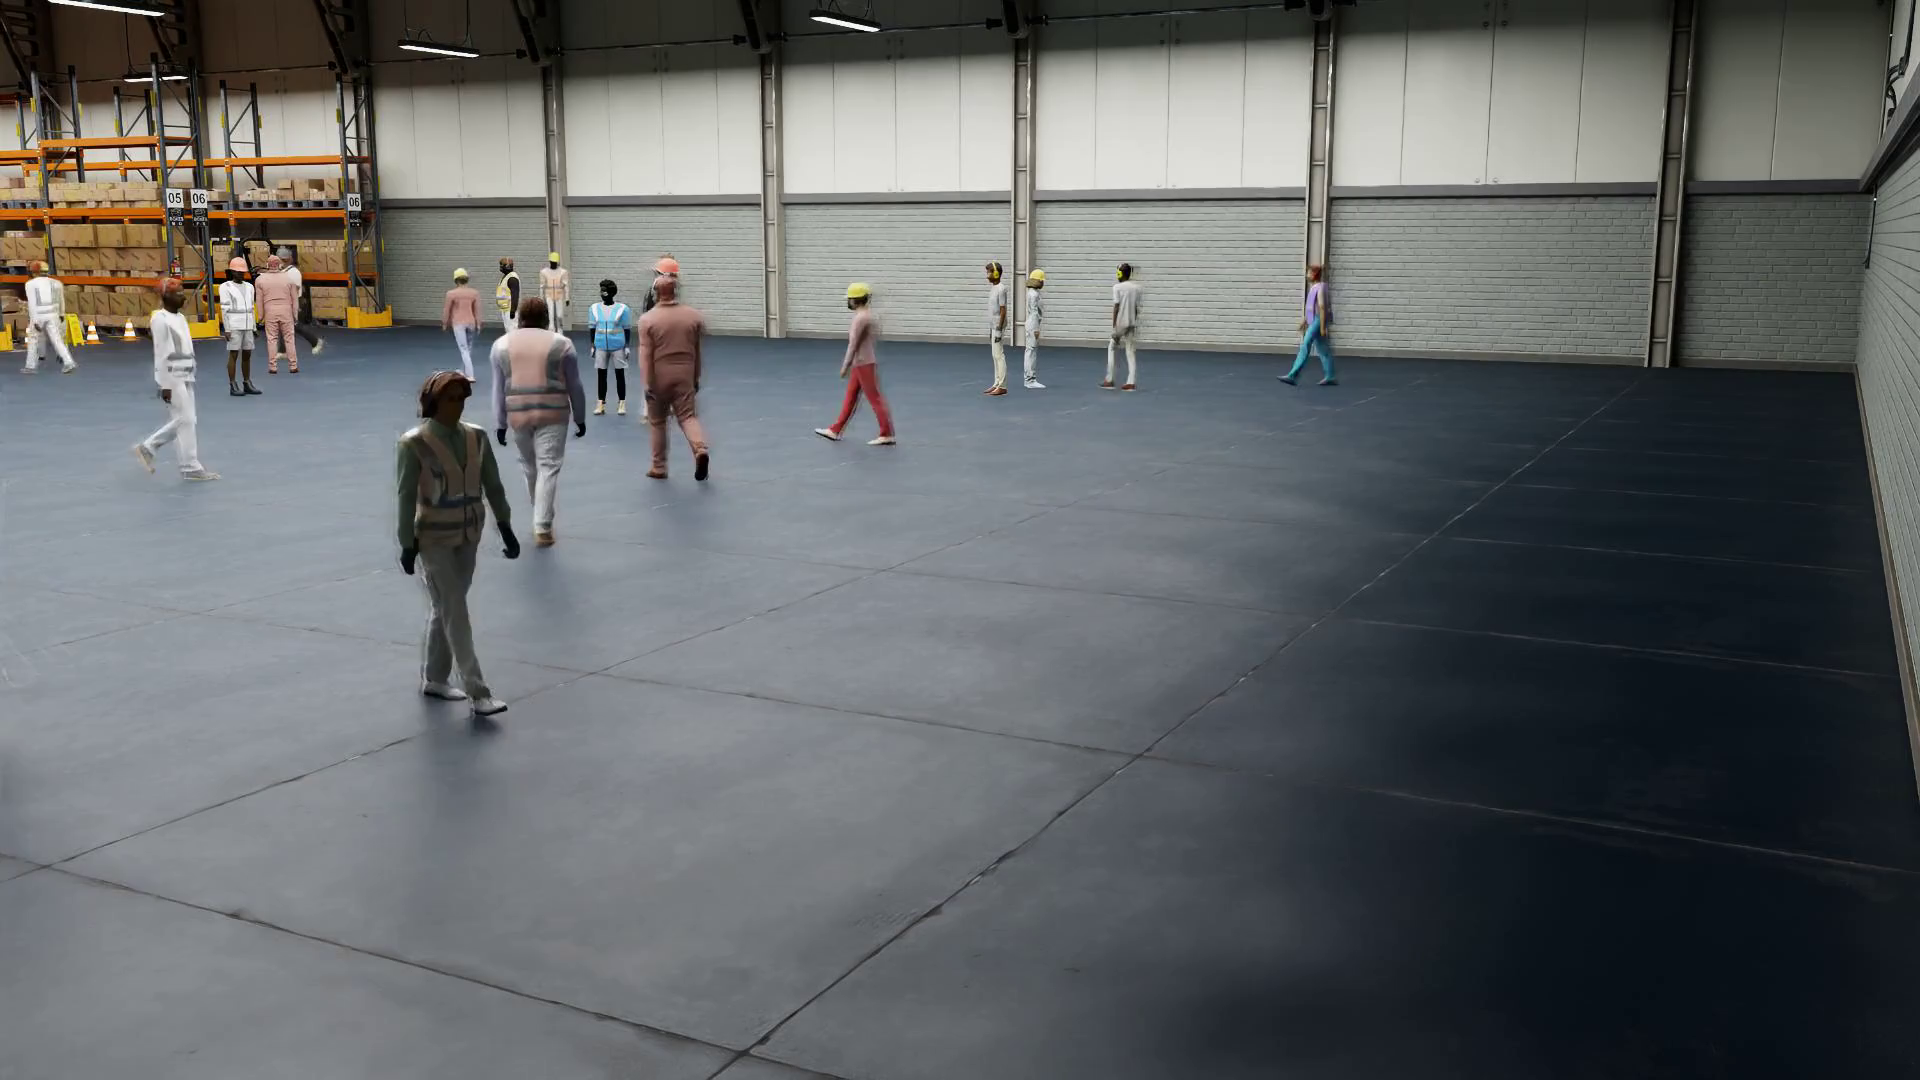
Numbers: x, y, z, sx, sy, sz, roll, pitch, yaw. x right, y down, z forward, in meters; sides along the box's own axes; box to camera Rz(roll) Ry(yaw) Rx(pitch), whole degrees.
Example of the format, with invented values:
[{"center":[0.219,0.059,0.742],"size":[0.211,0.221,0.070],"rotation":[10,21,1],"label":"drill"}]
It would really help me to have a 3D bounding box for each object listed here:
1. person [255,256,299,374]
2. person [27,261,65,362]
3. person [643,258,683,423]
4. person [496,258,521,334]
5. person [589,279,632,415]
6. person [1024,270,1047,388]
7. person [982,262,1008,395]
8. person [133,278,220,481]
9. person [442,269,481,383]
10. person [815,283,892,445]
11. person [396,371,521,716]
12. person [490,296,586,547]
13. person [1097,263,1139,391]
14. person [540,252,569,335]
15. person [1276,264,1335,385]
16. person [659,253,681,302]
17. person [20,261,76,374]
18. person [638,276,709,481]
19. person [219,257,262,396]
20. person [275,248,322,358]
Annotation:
[{"center":[-11.100,-3.661,27.070],"size":[0.638,1.910,0.407],"rotation":[-4,11,-23],"label":"person"},{"center":[-16.145,-4.030,29.423],"size":[0.610,1.794,0.922],"rotation":[-9,14,-40],"label":"person"},{"center":[-3.514,-2.382,19.957],"size":[0.782,1.959,0.697],"rotation":[-5,12,-26],"label":"person"},{"center":[-8.062,-4.114,29.721],"size":[0.429,1.843,0.633],"rotation":[-6,12,-28],"label":"person"},{"center":[-4.371,-2.407,20.799],"size":[0.535,1.699,0.321],"rotation":[1,10,4],"label":"person"},{"center":[1.117,-3.117,24.575],"size":[0.311,1.735,0.484],"rotation":[-1,10,-4],"label":"person"},{"center":[0.504,-2.962,23.384],"size":[0.328,1.865,0.518],"rotation":[-2,11,-9],"label":"person"},{"center":[-7.221,-1.456,15.174],"size":[0.712,1.864,0.583],"rotation":[-1,10,-3],"label":"person"},{"center":[-7.686,-3.293,25.571],"size":[0.528,1.727,0.882],"rotation":[-10,14,-44],"label":"person"},{"center":[-1.132,-1.872,17.807],"size":[0.894,1.720,0.540],"rotation":[1,10,5],"label":"person"},{"center":[-2.323,0.018,7.815],"size":[0.804,1.601,0.534],"rotation":[6,12,31],"label":"person"},{"center":[-3.078,-0.893,12.285],"size":[0.633,1.790,0.981],"rotation":[1,10,3],"label":"person"},{"center":[2.320,-3.093,24.158],"size":[0.572,1.831,0.820],"rotation":[-7,13,-34],"label":"person"},{"center":[-8.709,-5.233,35.697],"size":[0.626,1.895,0.736],"rotation":[-3,11,-14],"label":"person"},{"center":[5.201,-3.197,24.831],"size":[0.950,1.801,0.575],"rotation":[2,11,8],"label":"person"},{"center":[-4.986,-3.944,28.528],"size":[0.372,1.940,0.630],"rotation":[2,11,10],"label":"person"},{"center":[-14.858,-3.602,26.969],"size":[0.989,1.844,0.570],"rotation":[3,11,15],"label":"person"},{"center":[-2.608,-1.463,15.167],"size":[0.649,1.878,0.800],"rotation":[-7,12,-32],"label":"person"},{"center":[-10.081,-2.990,23.337],"size":[0.376,1.934,0.547],"rotation":[5,12,27],"label":"person"},{"center":[-12.217,-4.351,30.469],"size":[0.681,2.000,0.797],"rotation":[10,14,42],"label":"person"}]
